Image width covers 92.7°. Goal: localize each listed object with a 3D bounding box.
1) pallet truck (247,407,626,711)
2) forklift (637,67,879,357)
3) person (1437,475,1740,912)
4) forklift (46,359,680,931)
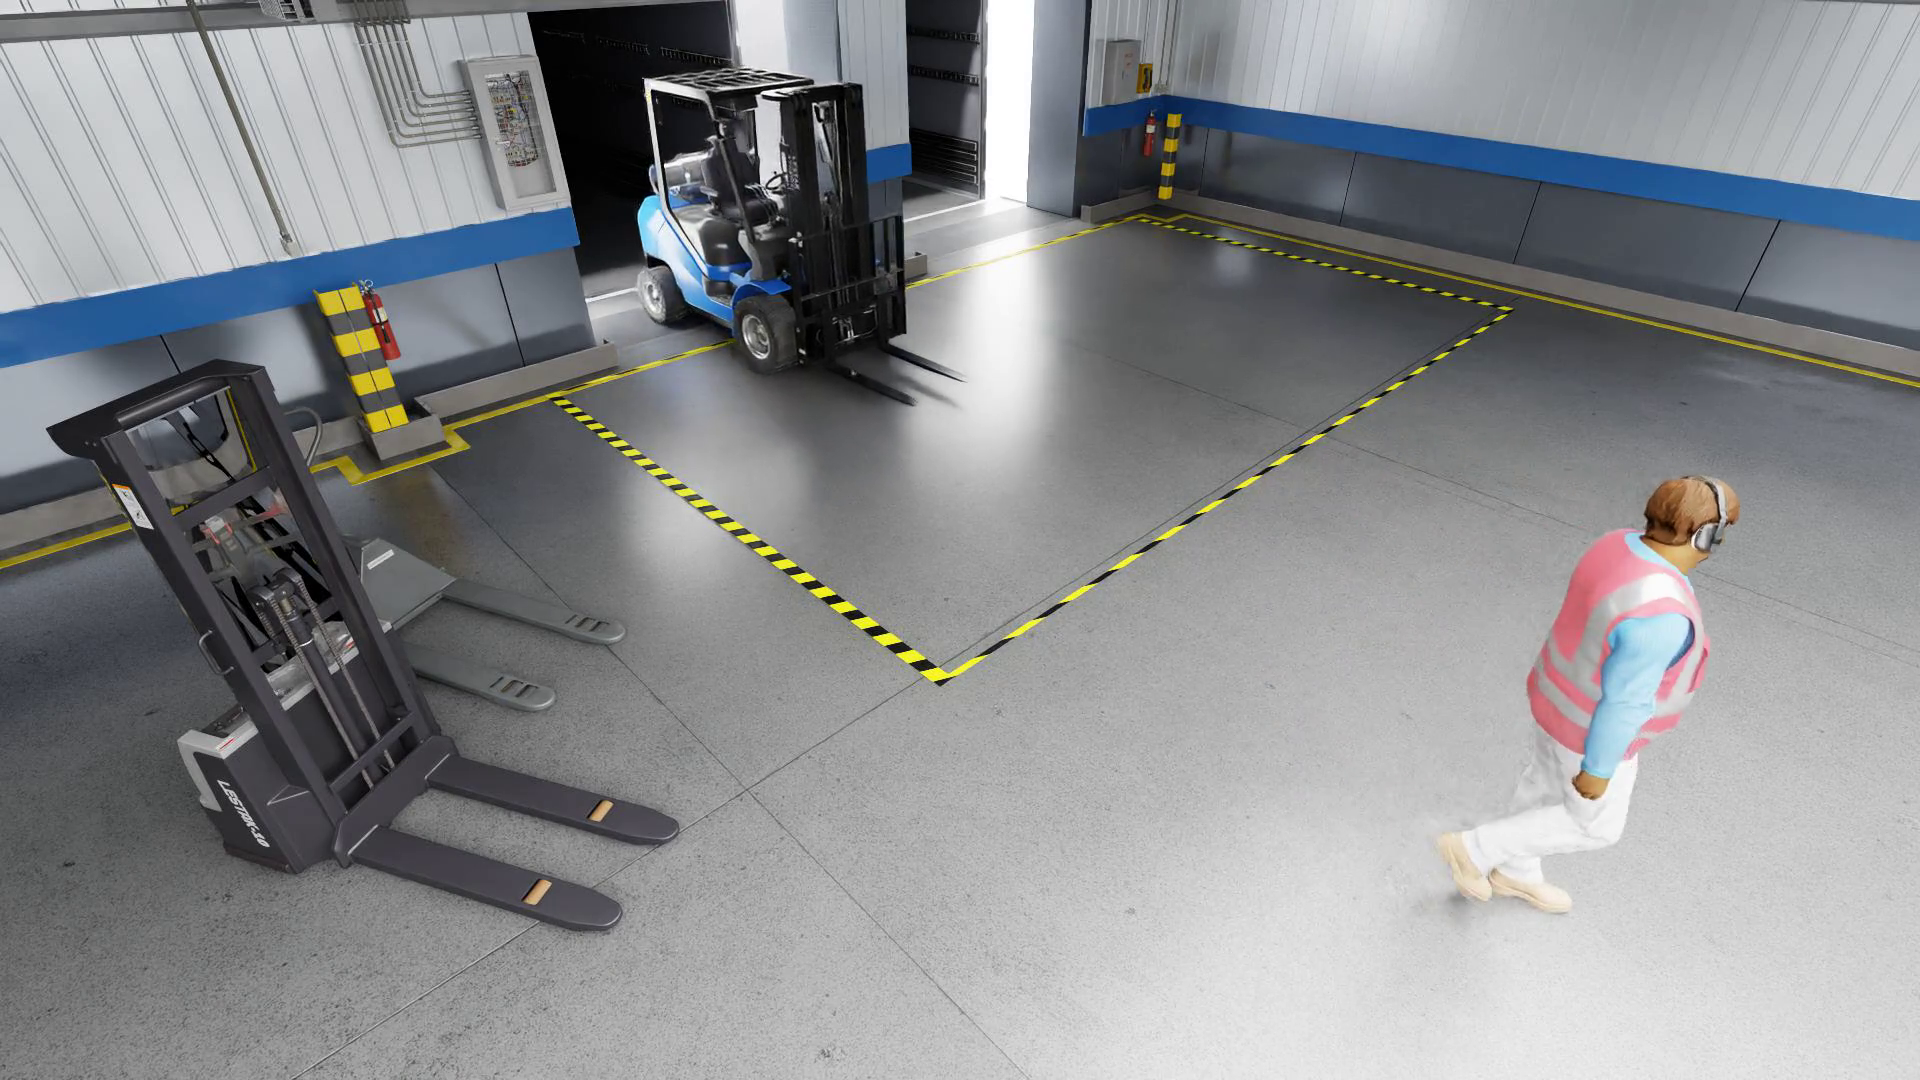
[{"bbox_3d":[-2.628,0.038,4.590,1.601,1.201,0.680,12,36,18],"label":"pallet truck"},{"bbox_3d":[-1.806,-2.939,7.969,2.680,2.036,1.157,29,44,36],"label":"forklift"},{"bbox_3d":[2.169,0.605,3.241,0.541,1.821,0.657,13,36,18],"label":"person"},{"bbox_3d":[-2.135,0.422,3.354,1.885,1.965,0.823,10,35,14],"label":"forklift"}]
